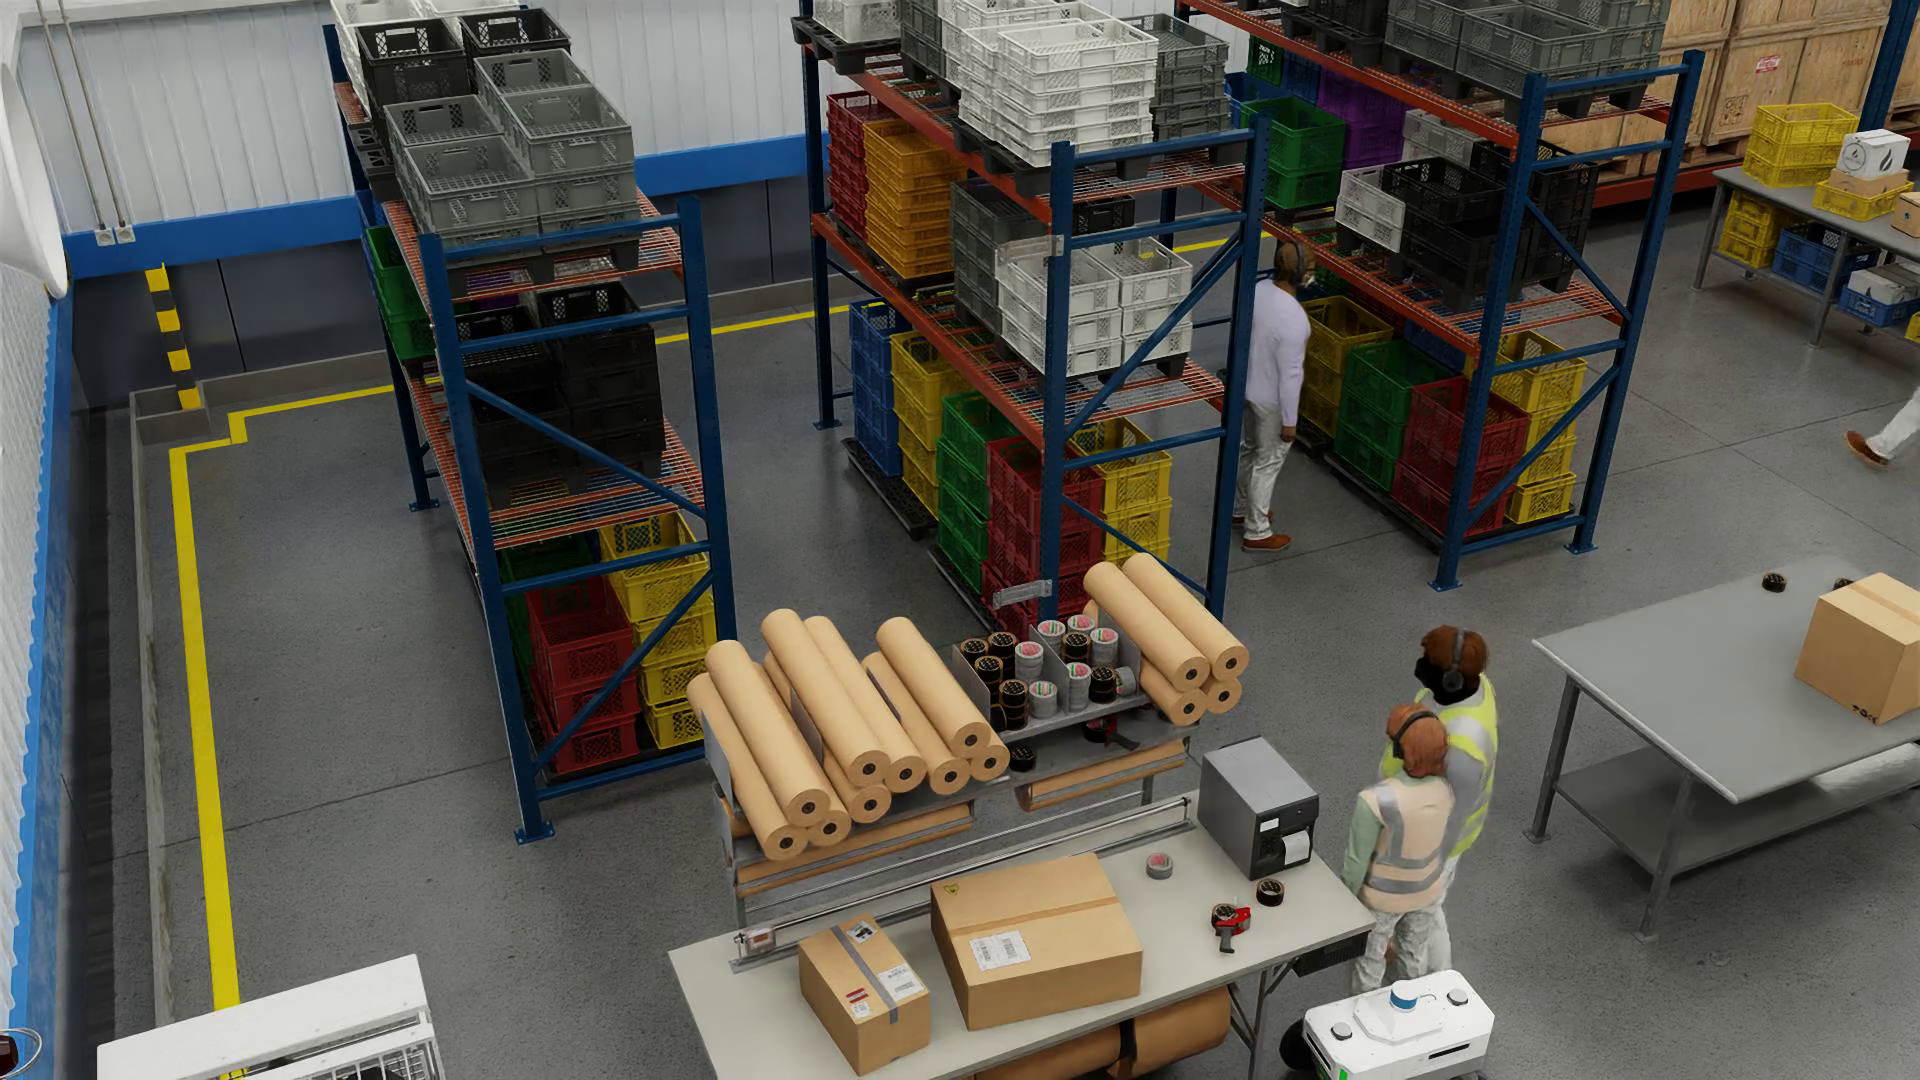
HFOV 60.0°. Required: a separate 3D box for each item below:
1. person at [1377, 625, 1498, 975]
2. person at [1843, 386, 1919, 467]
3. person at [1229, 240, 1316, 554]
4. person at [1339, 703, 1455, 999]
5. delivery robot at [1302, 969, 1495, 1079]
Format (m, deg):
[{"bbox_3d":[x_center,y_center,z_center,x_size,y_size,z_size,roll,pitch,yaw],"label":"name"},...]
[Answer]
[{"bbox_3d":[1.894,1.133,6.643,0.519,1.853,0.648,7,32,11],"label":"person"},{"bbox_3d":[6.253,-1.166,10.378,0.613,1.809,1.013,-22,38,-31],"label":"person"},{"bbox_3d":[1.819,-0.832,9.724,0.369,1.932,0.633,-6,32,-10],"label":"person"},{"bbox_3d":[1.695,1.348,6.469,0.527,1.632,0.317,-14,34,-21],"label":"person"},{"bbox_3d":[1.701,1.919,6.472,0.707,0.478,0.477,-11,33,-17],"label":"delivery robot"}]
